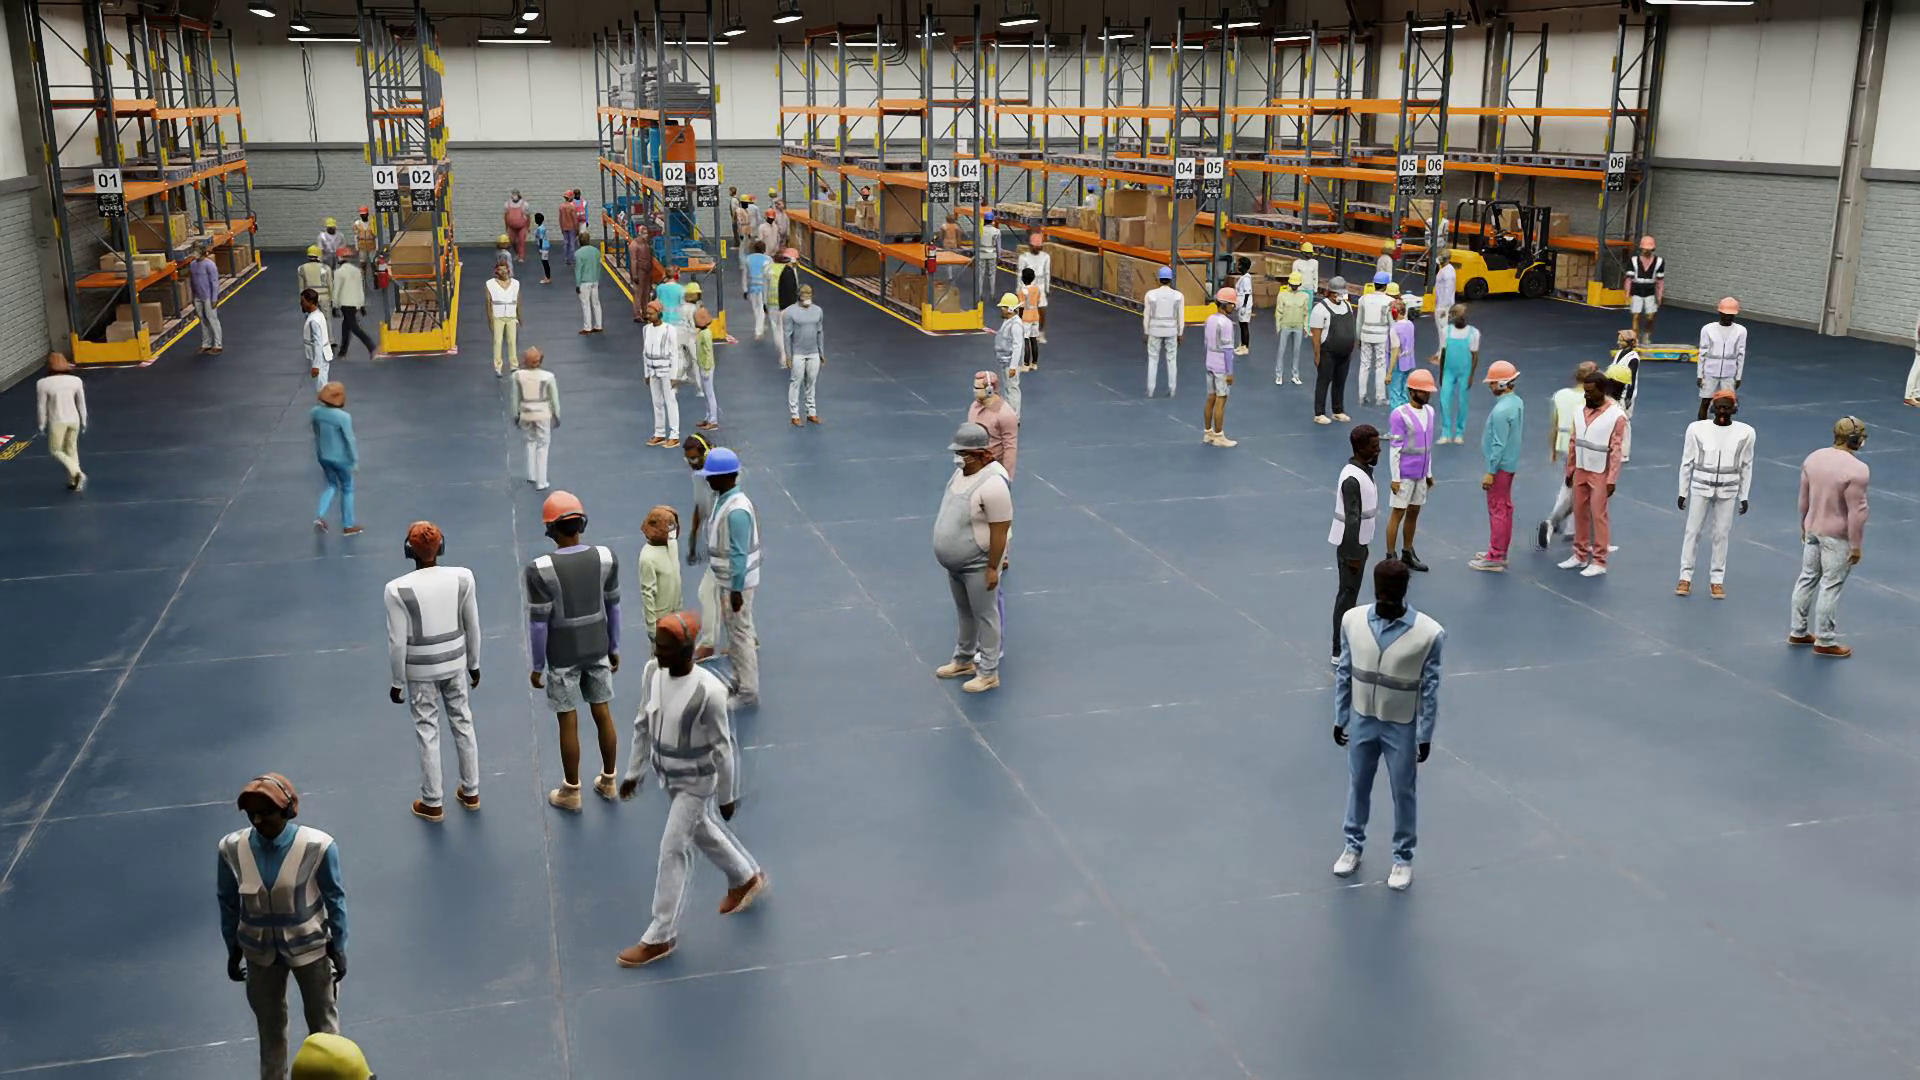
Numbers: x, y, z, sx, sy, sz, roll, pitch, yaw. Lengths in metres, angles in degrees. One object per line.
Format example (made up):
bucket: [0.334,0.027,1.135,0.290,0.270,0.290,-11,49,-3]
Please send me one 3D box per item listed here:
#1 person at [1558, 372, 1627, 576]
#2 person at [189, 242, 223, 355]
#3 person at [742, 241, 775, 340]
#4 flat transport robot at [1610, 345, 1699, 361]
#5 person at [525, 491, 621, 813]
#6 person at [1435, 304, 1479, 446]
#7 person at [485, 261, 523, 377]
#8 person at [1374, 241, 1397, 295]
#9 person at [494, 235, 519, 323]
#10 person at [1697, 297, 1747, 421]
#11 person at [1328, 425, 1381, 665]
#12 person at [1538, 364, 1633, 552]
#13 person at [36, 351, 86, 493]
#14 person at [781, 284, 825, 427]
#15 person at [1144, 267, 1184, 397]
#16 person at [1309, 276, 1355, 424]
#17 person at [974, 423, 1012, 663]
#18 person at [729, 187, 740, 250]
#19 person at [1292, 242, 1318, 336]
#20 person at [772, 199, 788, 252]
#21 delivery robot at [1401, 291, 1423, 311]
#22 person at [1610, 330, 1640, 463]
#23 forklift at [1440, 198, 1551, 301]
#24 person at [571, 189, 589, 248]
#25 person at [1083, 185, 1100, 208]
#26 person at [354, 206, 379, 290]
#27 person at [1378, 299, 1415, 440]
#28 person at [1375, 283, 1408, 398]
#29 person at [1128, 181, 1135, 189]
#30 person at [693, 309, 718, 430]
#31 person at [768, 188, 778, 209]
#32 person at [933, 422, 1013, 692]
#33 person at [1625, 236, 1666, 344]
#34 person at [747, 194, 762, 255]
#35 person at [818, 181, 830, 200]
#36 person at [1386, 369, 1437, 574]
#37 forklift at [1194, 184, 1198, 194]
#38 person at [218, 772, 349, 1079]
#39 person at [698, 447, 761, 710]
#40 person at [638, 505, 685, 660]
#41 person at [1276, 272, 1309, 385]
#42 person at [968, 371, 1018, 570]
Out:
person: [5.919,-0.627,15.563,0.407,1.907,0.597,-7,17,-26]
person: [-13.136,-4.195,28.917,0.636,1.939,0.364,8,17,27]
person: [-3.678,-4.661,30.950,0.647,1.788,0.961,3,15,11]
flat transport robot: [11.923,-3.198,28.362,1.431,0.197,0.652,1,15,3]
person: [-2.399,0.693,10.338,0.606,2.037,0.382,-11,19,-36]
person: [6.320,-2.088,21.243,0.504,1.808,0.712,8,17,29]
person: [-7.297,-3.545,26.646,0.563,1.847,0.389,-10,18,-32]
person: [8.147,-4.908,32.048,0.453,1.715,0.606,-3,15,-9]
person: [-8.996,-5.169,32.956,0.483,1.745,0.299,11,19,36]
person: [9.656,-2.120,21.132,0.545,1.930,0.388,4,15,15]
person: [3.089,0.037,13.031,0.392,1.920,0.593,5,16,17]
person: [6.100,-0.772,16.150,0.791,1.886,0.630,-4,15,-13]
person: [-10.037,-1.303,18.656,0.564,1.616,0.519,10,18,33]
person: [-2.111,-2.515,22.607,0.628,1.935,0.373,-11,18,-35]
person: [3.031,-3.089,24.775,0.599,1.939,0.421,0,15,1]
person: [5.121,-2.606,22.742,0.688,2.000,0.535,-9,18,-32]
person: [0.181,0.005,13.184,0.409,1.909,0.594,-8,17,-29]
person: [-6.623,-9.470,48.967,0.348,1.839,0.503,2,15,6]
person: [6.444,-4.682,31.096,0.530,1.760,0.333,-4,15,-16]
person: [-4.534,-7.619,41.863,0.400,1.910,0.643,8,17,27]
delivery robot: [9.063,-4.786,33.615,0.477,0.478,0.707,14,20,42]
person: [8.115,-1.760,20.353,0.312,1.633,0.517,0,15,0]
forklift: [11.913,-6.508,37.130,2.313,2.155,1.214,-4,15,-15]
person: [-10.933,-9.118,47.626,0.626,1.846,0.429,-8,17,-28]
person: [3.803,-9.438,48.717,0.617,1.895,0.904,-7,16,-25]
person: [-13.818,-6.810,38.760,0.545,1.938,0.361,-3,15,-12]
person: [5.694,-2.204,21.620,0.396,1.835,0.571,11,18,35]
person: [6.362,-2.942,24.603,0.494,1.729,0.324,1,15,4]
person: [5.593,-10.967,54.532,0.315,1.870,0.533,3,15,11]
person: [-3.432,-2.293,22.346,0.268,1.631,0.507,-4,16,-16]
person: [-5.607,-9.715,50.087,0.321,1.737,0.485,-1,15,-4]
person: [0.064,0.121,12.482,0.537,2.000,0.674,-8,17,-27]
person: [12.016,-4.320,29.217,0.617,2.026,0.446,6,16,23]
person: [-5.928,-8.998,47.448,0.586,1.697,0.899,7,17,26]
person: [-4.268,-10.078,51.118,0.762,1.914,0.550,11,18,35]
person: [4.226,-0.635,15.521,0.542,1.940,0.355,-10,18,-34]
forklift: [7.392,-11.333,53.972,1.873,2.768,1.129,-4,15,-15]
person: [-2.862,1.760,7.084,0.517,1.639,0.313,-1,15,-2]
person: [-1.670,0.270,12.129,0.422,1.937,0.612,-4,16,-16]
person: [-2.083,0.539,11.706,0.286,1.623,0.512,4,15,14]
person: [5.164,-3.290,25.862,0.524,1.759,0.328,-1,15,-3]
person: [0.255,-0.642,15.619,0.401,1.904,0.641,-10,18,-34]
